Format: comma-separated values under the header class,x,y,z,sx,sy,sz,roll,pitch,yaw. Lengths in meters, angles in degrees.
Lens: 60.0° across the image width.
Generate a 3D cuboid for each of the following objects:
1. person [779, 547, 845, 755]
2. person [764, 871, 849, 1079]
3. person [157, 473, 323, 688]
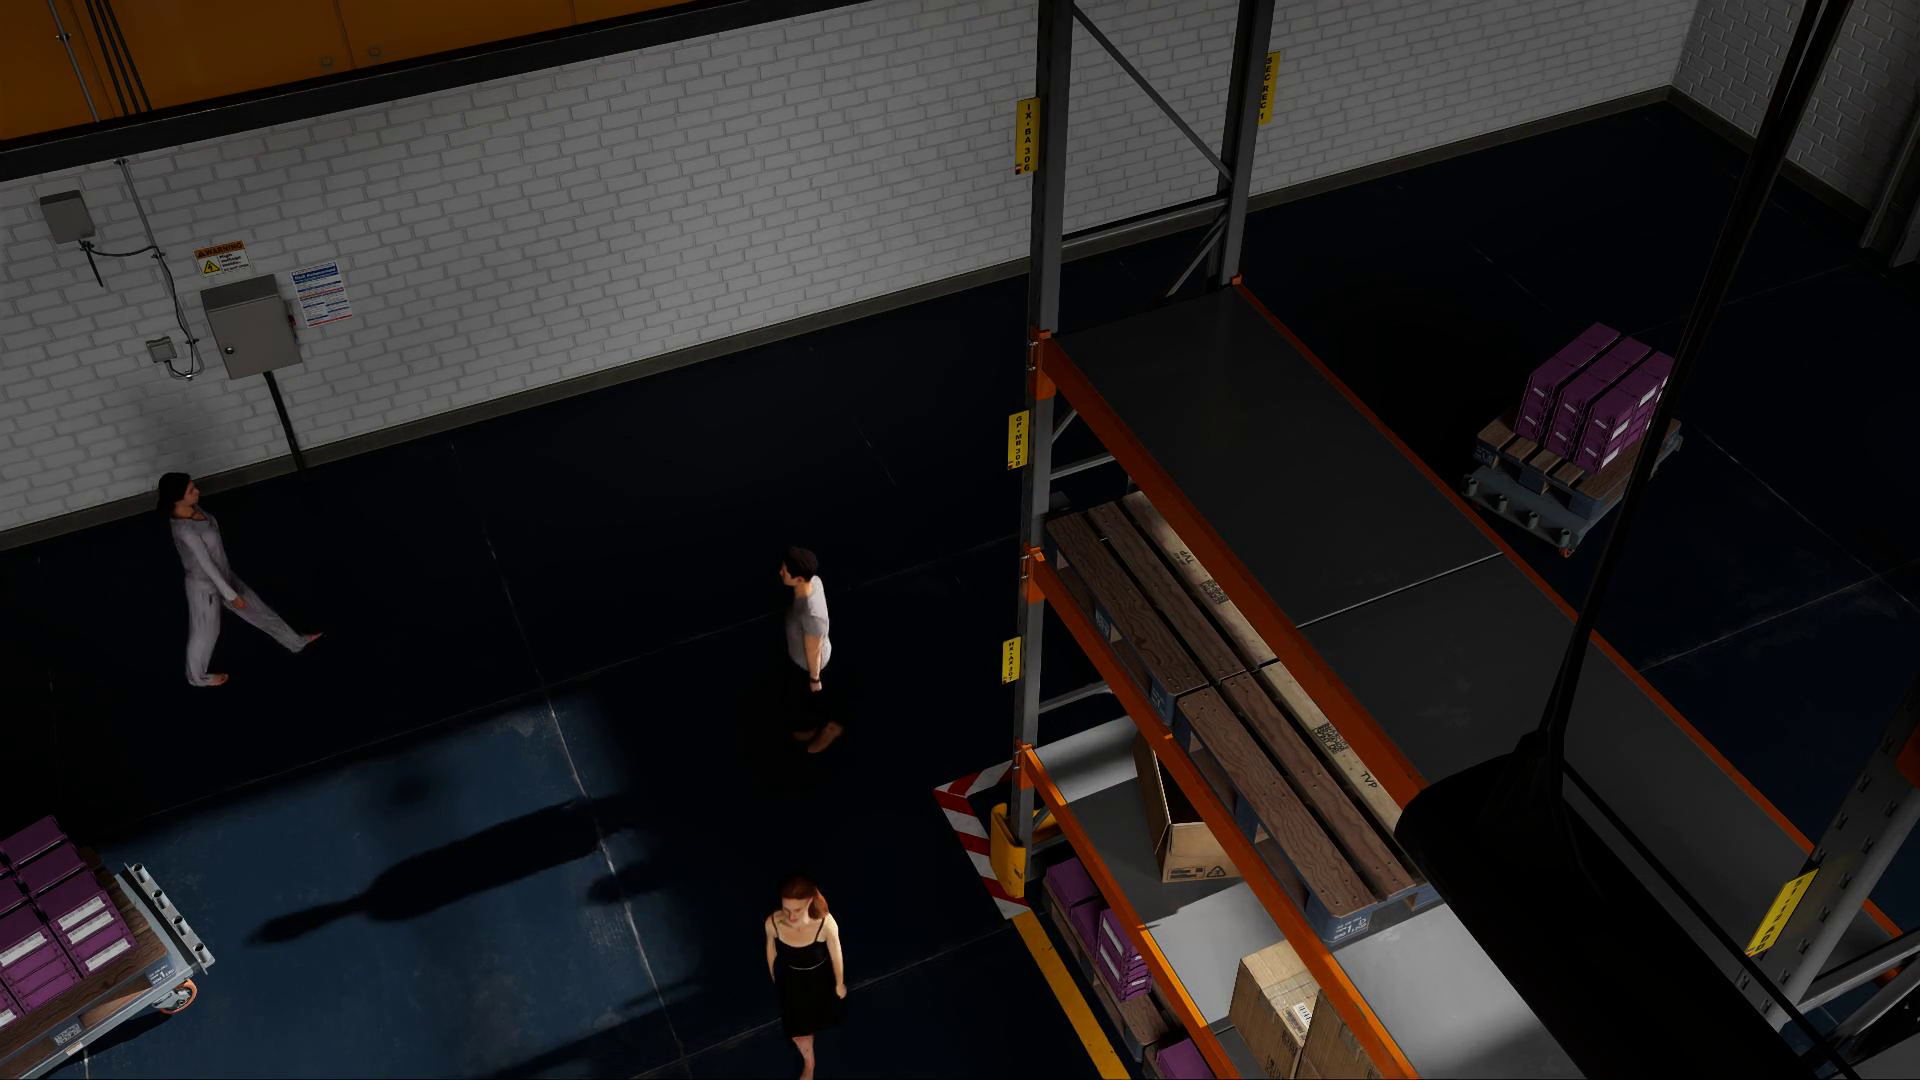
class,x,y,z,sx,sy,sz,roll,pitch,yaw
person,-0.857,0.699,10.230,0.765,1.710,0.663,-4,44,-5
person,-0.771,2.217,8.711,0.832,1.609,0.980,4,44,4
person,-4.889,0.307,10.635,0.750,1.720,1.072,-14,45,-14
